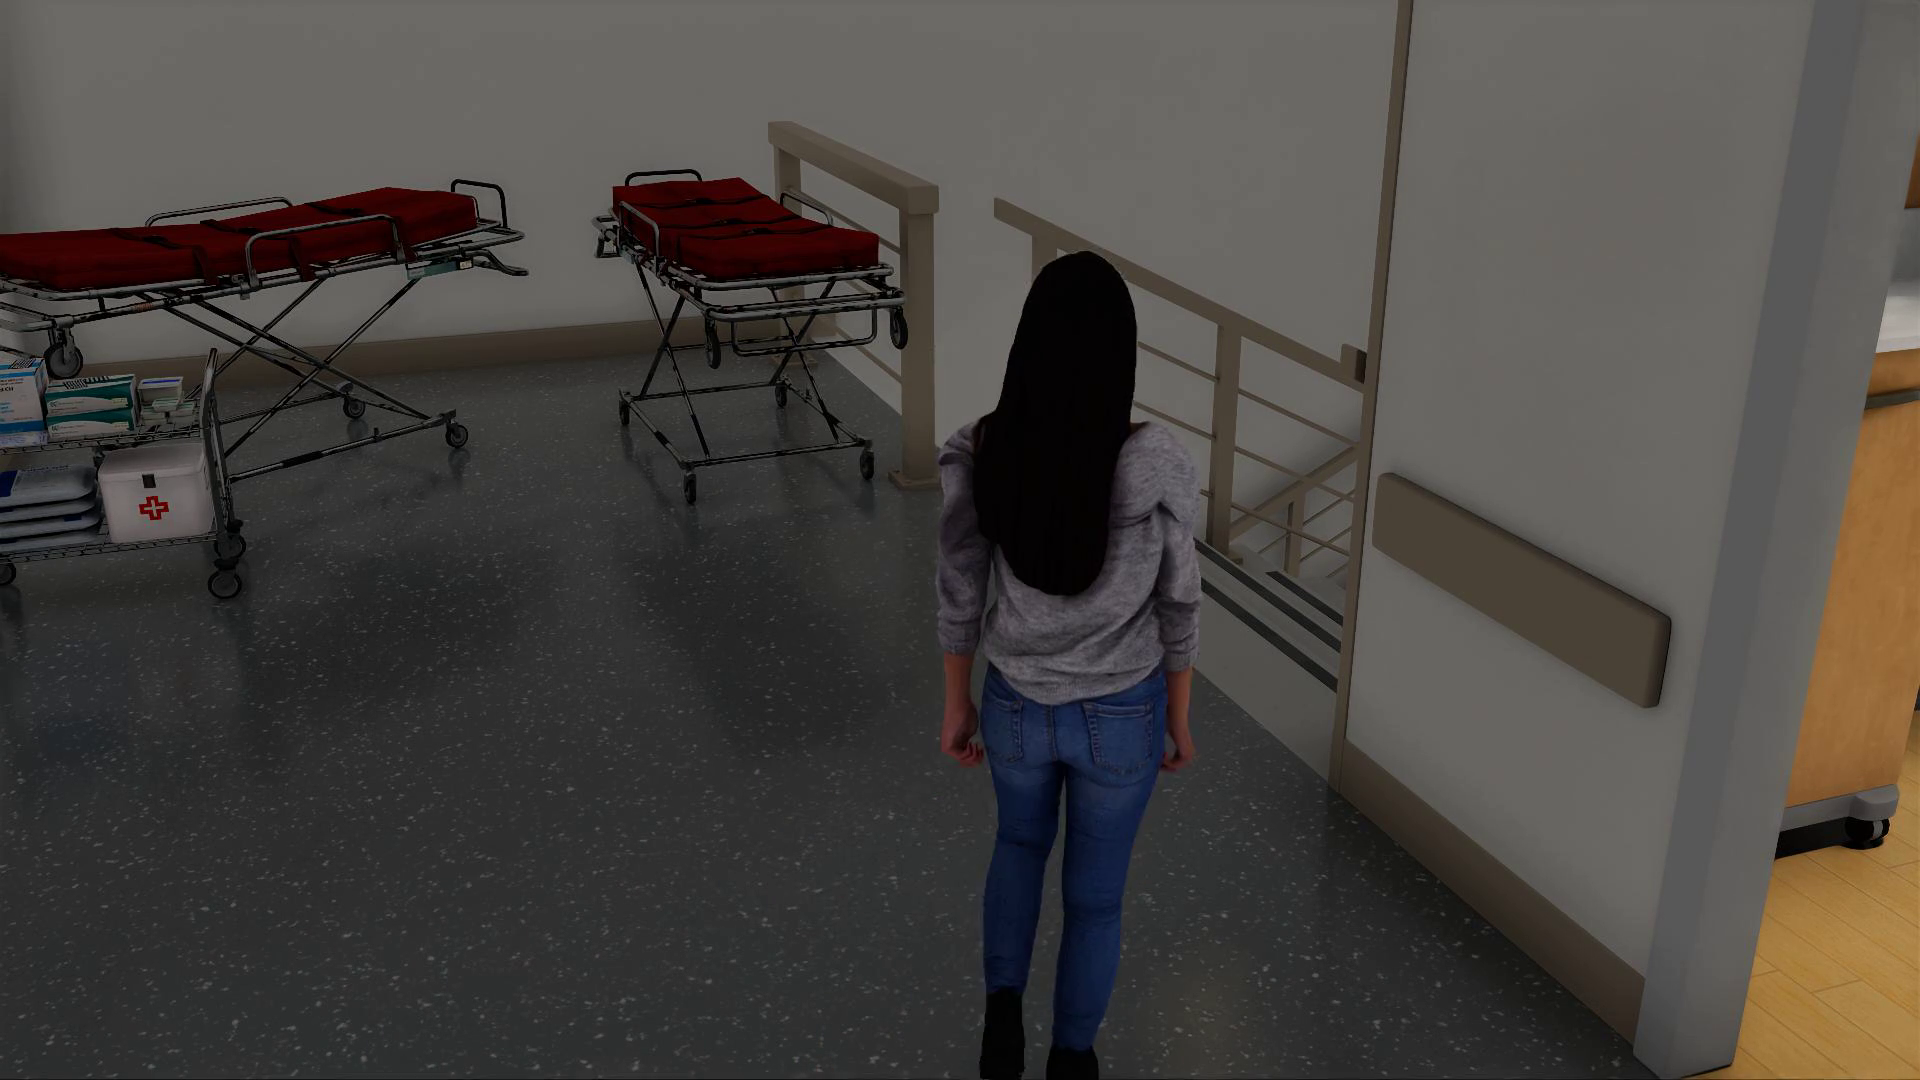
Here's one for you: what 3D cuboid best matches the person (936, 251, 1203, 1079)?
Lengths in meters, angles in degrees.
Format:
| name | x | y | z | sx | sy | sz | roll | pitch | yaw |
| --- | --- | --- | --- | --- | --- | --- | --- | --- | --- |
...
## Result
| name | x | y | z | sx | sy | sz | roll | pitch | yaw |
| --- | --- | --- | --- | --- | --- | --- | --- | --- | --- |
| person | 0.179 | 0.342 | 2.827 | 0.722 | 1.620 | 0.766 | 6 | 22 | 15 |
